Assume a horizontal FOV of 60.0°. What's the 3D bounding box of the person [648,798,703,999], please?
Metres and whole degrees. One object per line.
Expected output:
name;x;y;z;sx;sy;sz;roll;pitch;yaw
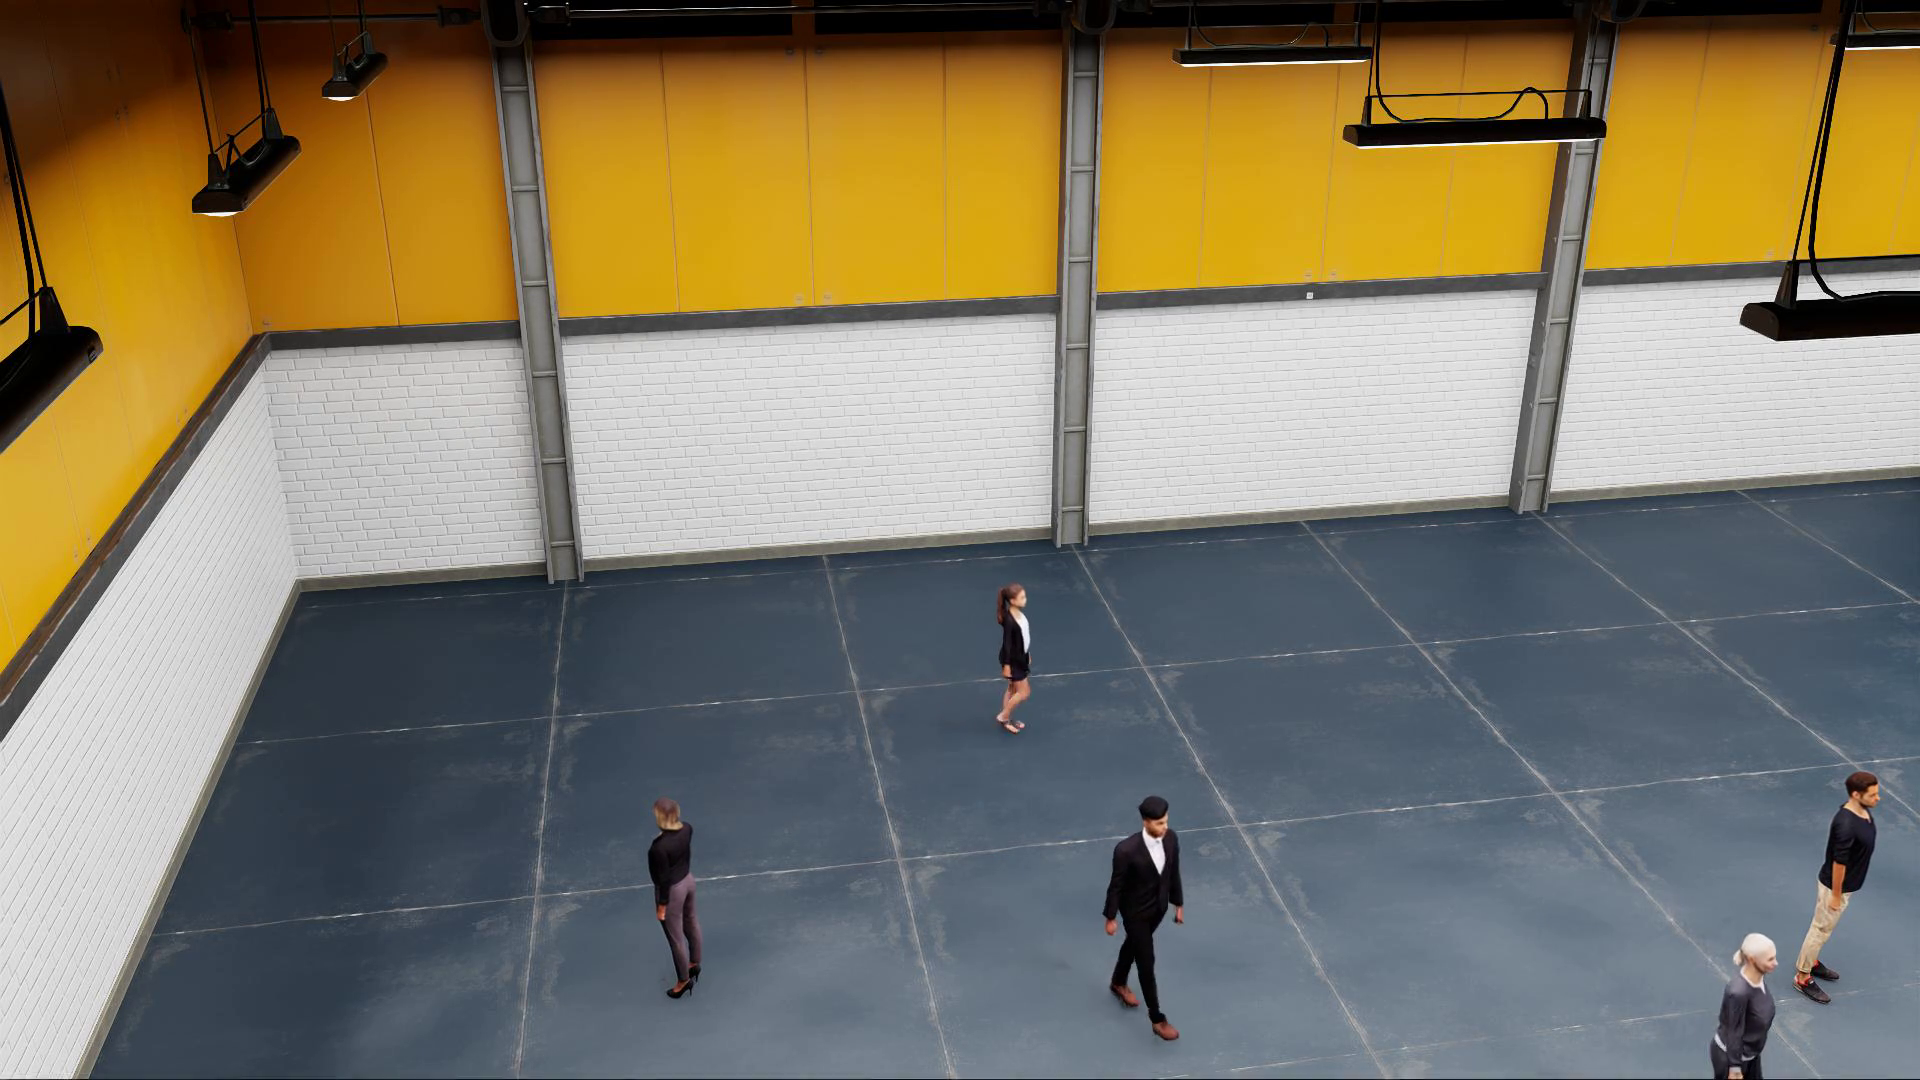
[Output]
person;-2.074;2.620;12.229;0.692;1.668;0.678;9;25;19

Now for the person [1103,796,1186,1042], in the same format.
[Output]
person;1.261;2.615;12.017;1.136;1.846;1.065;-15;28;-31

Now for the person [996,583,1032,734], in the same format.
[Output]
person;0.437;1.112;15.835;0.676;1.543;0.638;5;24;12

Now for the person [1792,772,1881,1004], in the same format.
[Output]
person;6.467;2.507;12.252;0.771;1.857;0.701;17;29;33

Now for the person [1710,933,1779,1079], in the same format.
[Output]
person;4.946;3.245;10.741;0.827;1.715;0.762;20;31;38
